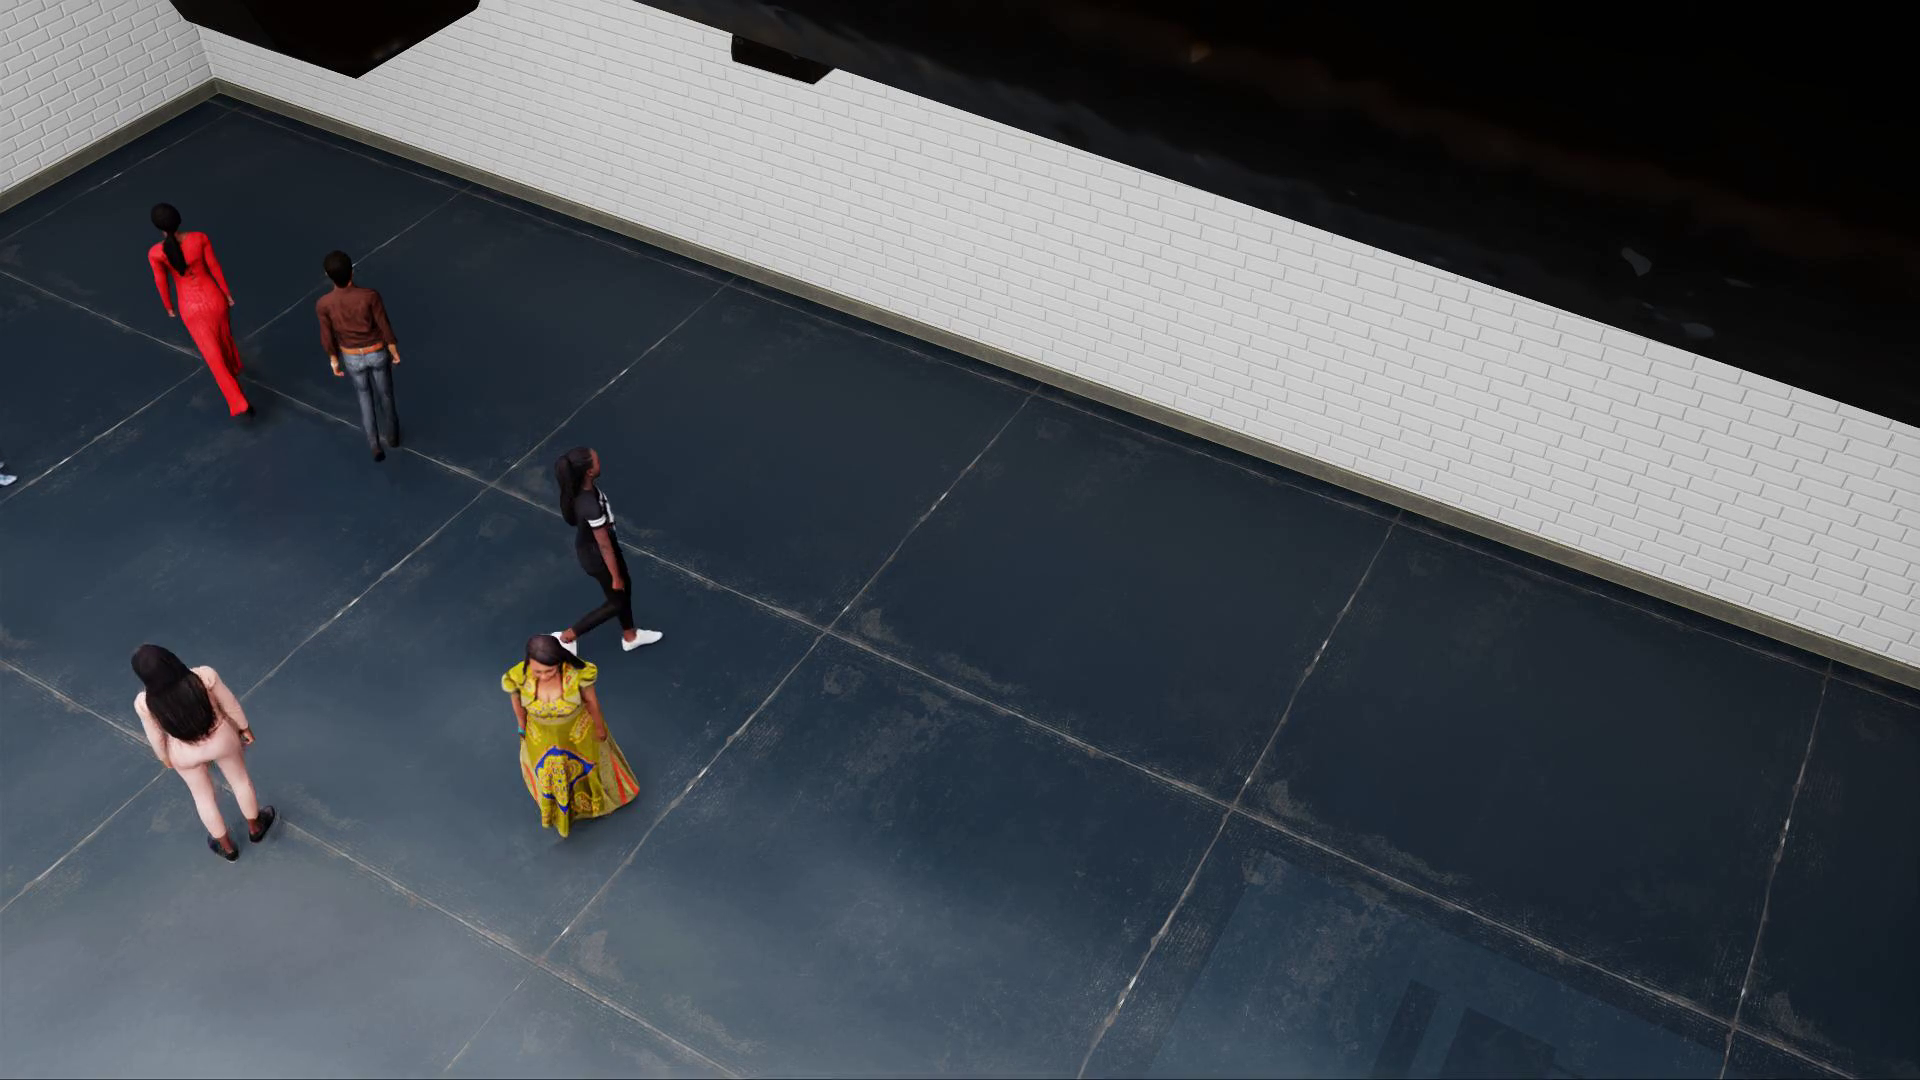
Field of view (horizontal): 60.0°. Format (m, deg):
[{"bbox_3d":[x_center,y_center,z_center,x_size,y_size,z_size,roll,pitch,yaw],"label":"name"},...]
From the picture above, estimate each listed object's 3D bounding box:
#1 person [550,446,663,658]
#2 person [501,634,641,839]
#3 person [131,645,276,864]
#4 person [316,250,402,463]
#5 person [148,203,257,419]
[{"bbox_3d":[-2.369,0.141,10.633,1.060,1.712,0.957,-15,46,-15],"label":"person"},{"bbox_3d":[-2.328,1.093,9.690,0.986,1.645,1.039,-9,44,-10],"label":"person"},{"bbox_3d":[-4.317,1.189,9.535,0.660,1.708,0.792,-13,45,-13],"label":"person"},{"bbox_3d":[-4.321,-1.292,12.097,0.954,1.766,1.016,-10,45,-10],"label":"person"},{"bbox_3d":[-5.682,-1.683,12.534,1.181,1.740,0.947,-30,51,-27],"label":"person"}]
